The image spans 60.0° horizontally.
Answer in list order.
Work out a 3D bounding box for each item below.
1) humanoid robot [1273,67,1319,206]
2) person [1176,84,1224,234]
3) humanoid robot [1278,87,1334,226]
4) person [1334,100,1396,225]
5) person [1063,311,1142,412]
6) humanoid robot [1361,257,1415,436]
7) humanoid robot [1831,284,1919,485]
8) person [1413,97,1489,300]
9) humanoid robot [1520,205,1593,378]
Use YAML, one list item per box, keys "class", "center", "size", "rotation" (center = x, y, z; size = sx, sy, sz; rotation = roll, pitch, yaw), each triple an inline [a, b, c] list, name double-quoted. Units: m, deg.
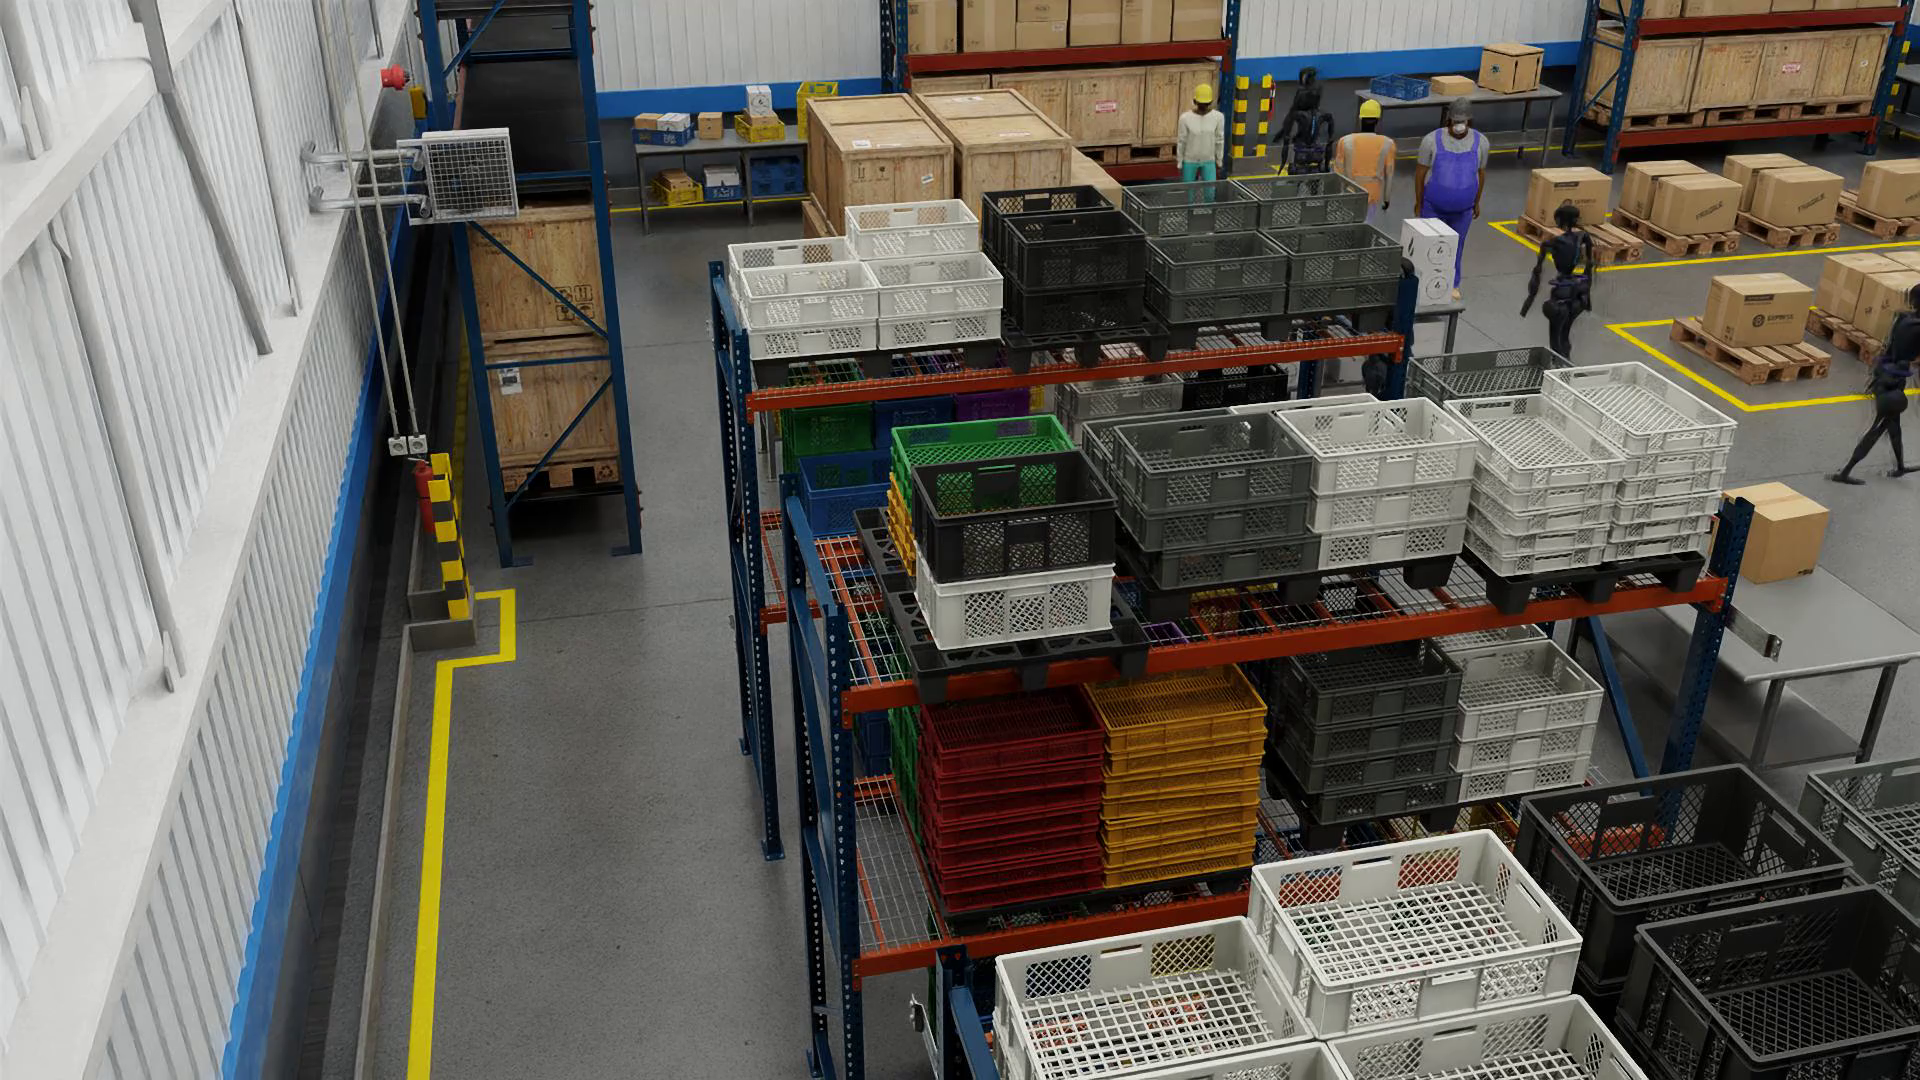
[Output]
- class: "humanoid robot"
  center: [4.011, -4.745, 19.577]
  size: [0.675, 1.634, 0.597]
  rotation: [-3, 28, -5]
- class: "person"
  center: [2.645, -4.184, 18.410]
  size: [0.532, 1.735, 0.461]
  rotation: [-1, 28, -2]
- class: "humanoid robot"
  center: [3.845, -4.199, 18.498]
  size: [0.582, 1.651, 0.333]
  rotation: [-1, 28, -2]
- class: "person"
  center: [4.107, -3.563, 17.055]
  size: [0.621, 1.891, 0.843]
  rotation: [4, 28, 7]
- class: "person"
  center: [1.050, -1.113, 12.306]
  size: [0.610, 1.997, 0.376]
  rotation: [-6, 28, -10]
- class: "humanoid robot"
  center: [3.426, -1.467, 13.303]
  size: [0.595, 1.657, 0.321]
  rotation: [-24, 36, -37]
- class: "humanoid robot"
  center: [7.256, -1.182, 12.809]
  size: [0.728, 1.625, 0.543]
  rotation: [7, 29, 13]
- class: "person"
  center: [4.871, -3.381, 16.562]
  size: [0.688, 2.000, 0.539]
  rotation: [2, 28, 4]
- class: "humanoid robot"
  center: [5.297, -2.148, 14.628]
  size: [0.606, 1.635, 0.501]
  rotation: [-13, 30, -22]
